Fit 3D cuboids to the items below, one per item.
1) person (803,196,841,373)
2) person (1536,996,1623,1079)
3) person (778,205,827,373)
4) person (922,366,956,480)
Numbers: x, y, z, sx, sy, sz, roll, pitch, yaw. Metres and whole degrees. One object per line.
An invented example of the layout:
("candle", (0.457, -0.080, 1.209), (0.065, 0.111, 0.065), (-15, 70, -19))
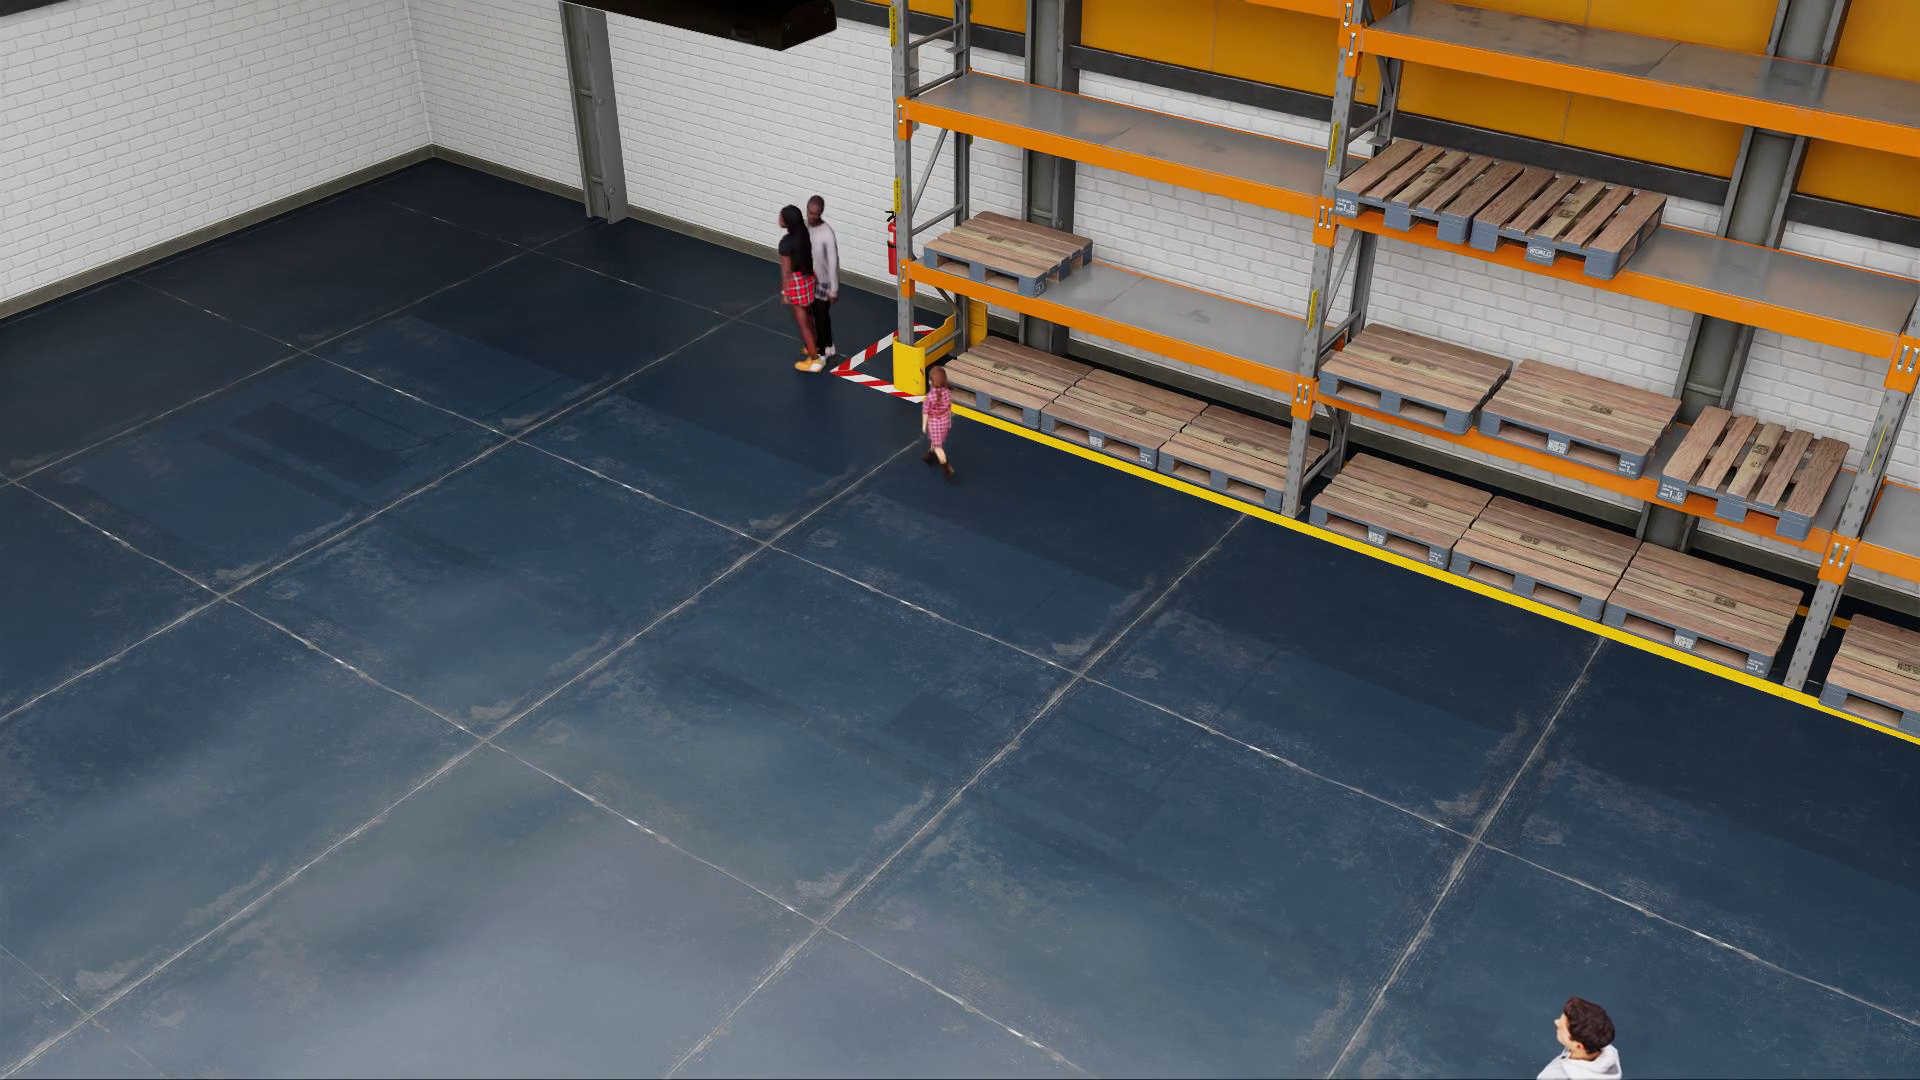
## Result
("person", (-1.292, -2.469, 15.782), (0.828, 1.751, 0.723), (-22, 40, -30))
("person", (2.776, 2.818, 7.668), (0.675, 1.929, 0.737), (29, 43, 36))
("person", (-1.471, -2.365, 15.668), (0.691, 1.705, 0.750), (23, 40, 30))
("person", (-0.180, -1.002, 14.246), (0.580, 1.008, 0.777), (-21, 39, -28))
